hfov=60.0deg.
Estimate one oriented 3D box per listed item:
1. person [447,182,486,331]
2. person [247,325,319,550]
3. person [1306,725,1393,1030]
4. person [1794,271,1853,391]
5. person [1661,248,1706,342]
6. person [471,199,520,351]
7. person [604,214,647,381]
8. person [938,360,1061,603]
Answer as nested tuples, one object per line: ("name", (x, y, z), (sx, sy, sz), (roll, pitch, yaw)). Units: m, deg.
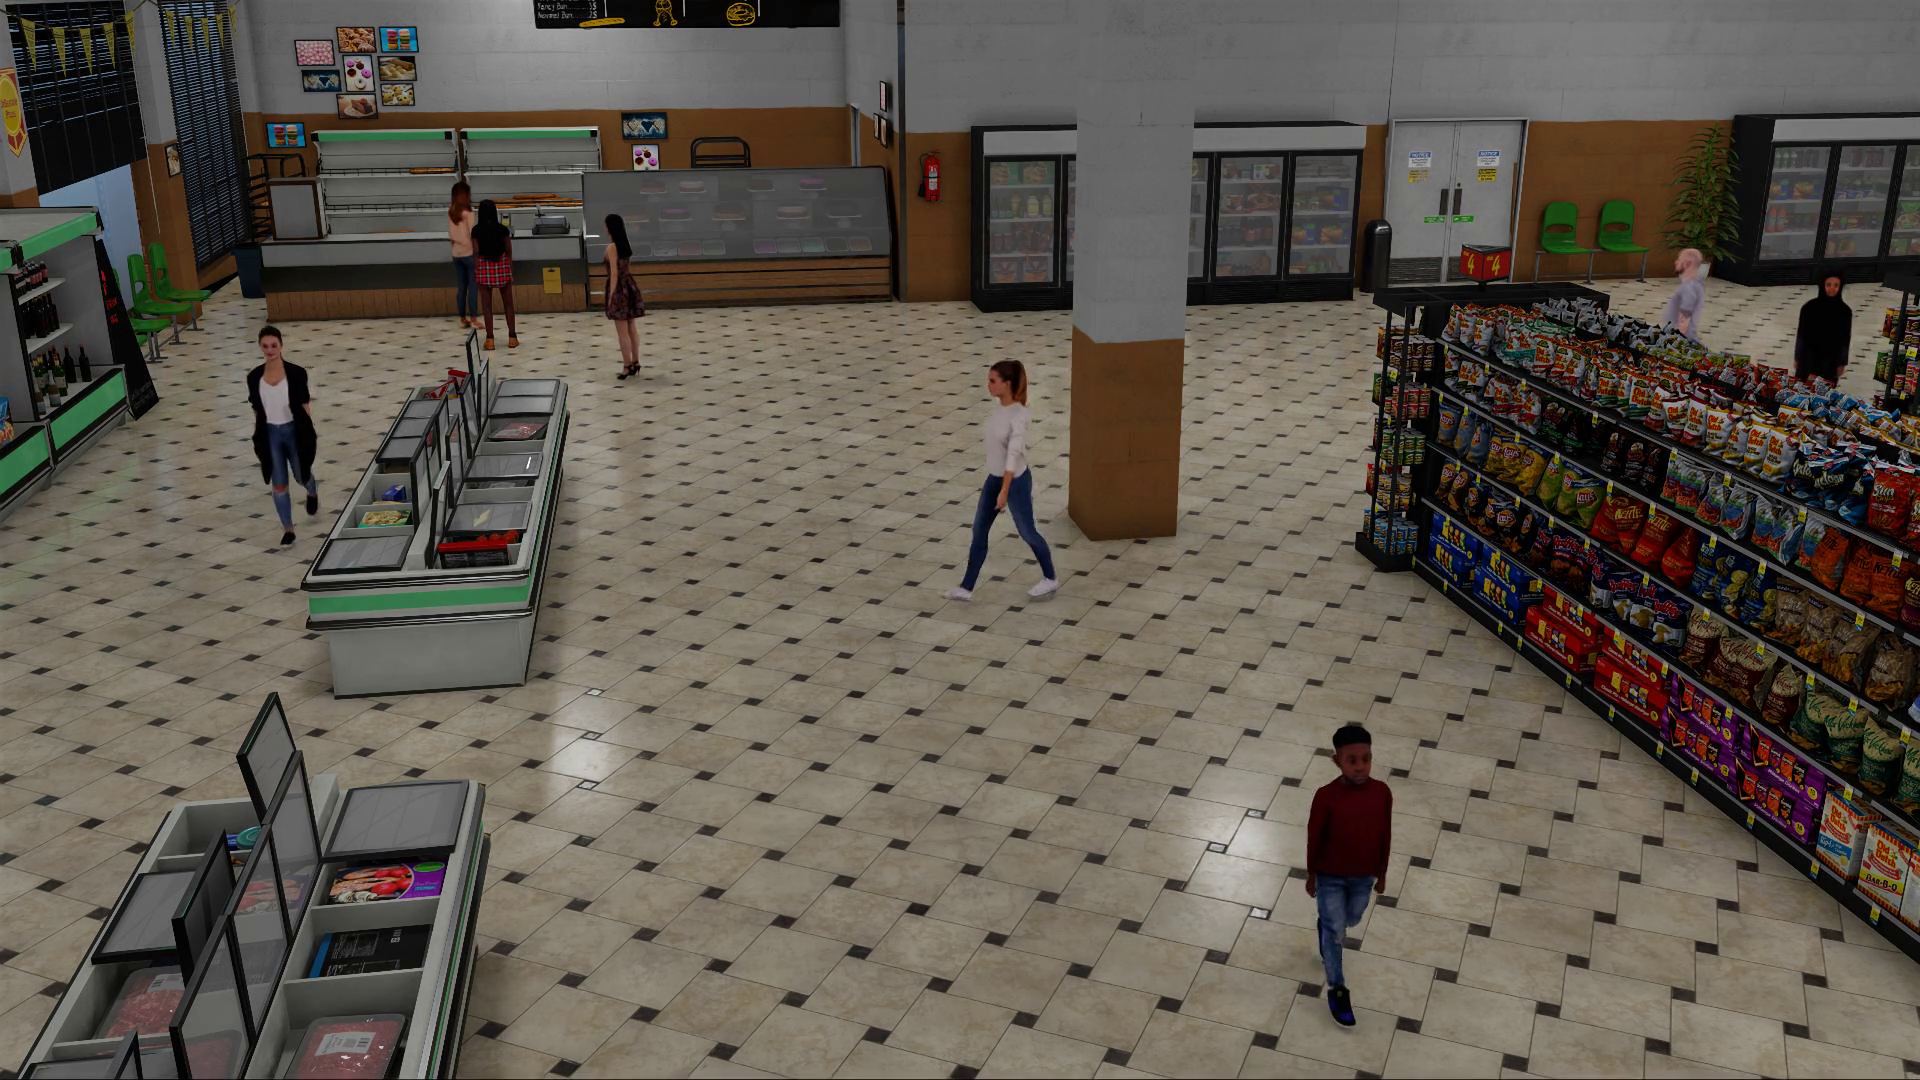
("person", (-6.084, -3.494, 20.447), (0.670, 1.791, 0.717), (11, 22, 30))
("person", (-5.125, -0.809, 12.690), (0.610, 1.660, 1.024), (-3, 19, -9))
("person", (1.595, 1.344, 6.963), (0.499, 1.238, 0.821), (-3, 19, -9))
("person", (7.961, -1.683, 15.384), (1.015, 1.595, 1.132), (10, 21, 27))
("person", (6.583, -1.743, 15.186), (0.852, 1.834, 0.752), (9, 21, 25))
("person", (-5.427, -3.092, 19.355), (0.665, 1.727, 0.667), (-8, 20, -22))
("person", (-3.639, -2.611, 17.856), (0.848, 1.774, 0.763), (6, 20, 17))
("person", (0.412, -0.359, 11.326), (0.910, 1.678, 1.128), (-9, 21, -25))
